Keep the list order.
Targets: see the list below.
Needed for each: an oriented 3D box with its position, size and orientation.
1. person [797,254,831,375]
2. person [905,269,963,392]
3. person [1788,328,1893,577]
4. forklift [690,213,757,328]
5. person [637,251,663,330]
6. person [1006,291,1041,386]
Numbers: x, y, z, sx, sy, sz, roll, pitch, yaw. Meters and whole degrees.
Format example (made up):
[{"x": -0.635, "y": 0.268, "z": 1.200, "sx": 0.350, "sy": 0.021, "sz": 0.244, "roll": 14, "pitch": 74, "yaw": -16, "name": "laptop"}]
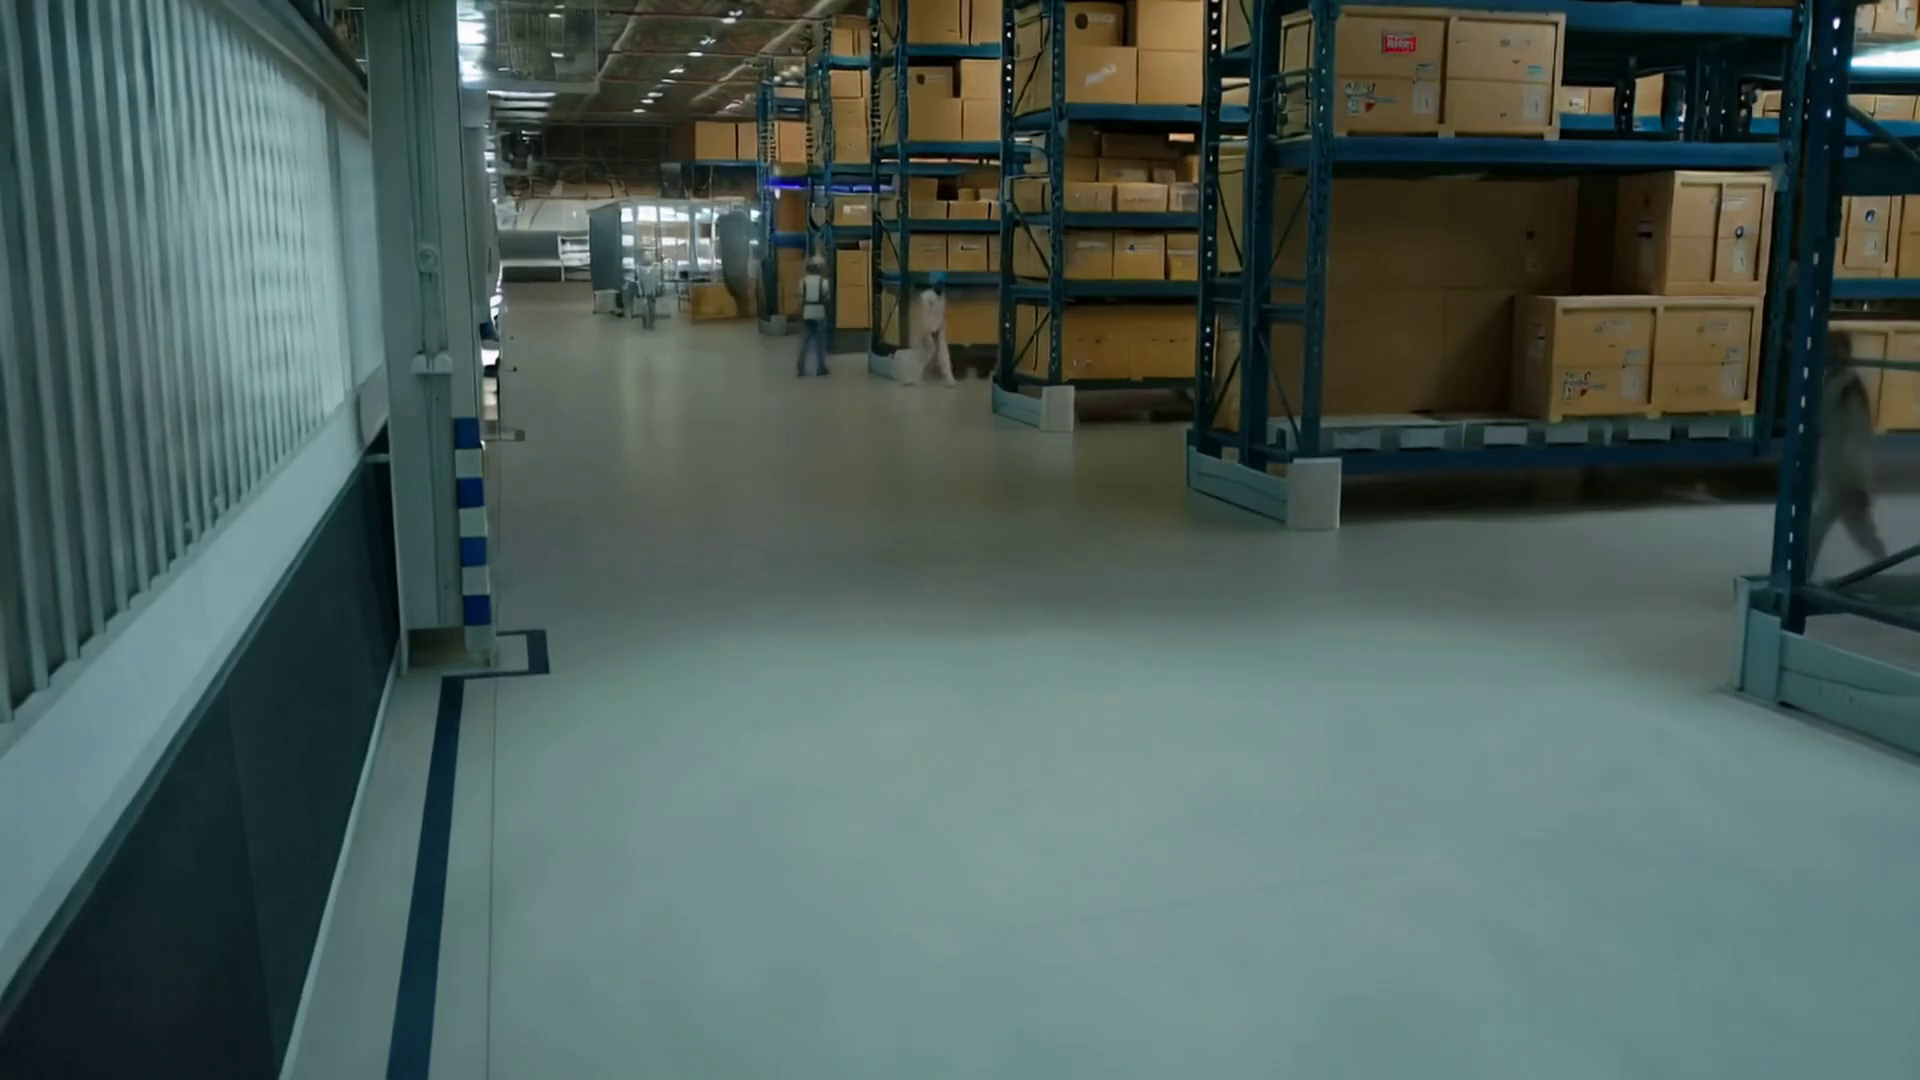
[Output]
[{"x": -2.289, "y": -3.492, "z": 25.913, "sx": 0.542, "sy": 1.916, "sz": 0.746, "roll": 4, "pitch": 11, "yaw": 20, "name": "person"}, {"x": -0.396, "y": -2.937, "z": 23.332, "sx": 0.908, "sy": 1.712, "sz": 0.554, "roll": 8, "pitch": 12, "yaw": 36, "name": "person"}, {"x": 4.864, "y": -0.360, "z": 9.086, "sx": 0.816, "sy": 1.585, "sz": 0.552, "roll": 9, "pitch": 14, "yaw": 43, "name": "person"}, {"x": -5.707, "y": -6.647, "z": 41.010, "sx": 1.873, "sy": 2.768, "sz": 1.129, "roll": -3, "pitch": 10, "yaw": -15, "name": "forklift"}, {"x": -7.541, "y": -6.075, "z": 40.508, "sx": 0.565, "sy": 1.909, "sz": 0.759, "roll": -4, "pitch": 11, "yaw": -20, "name": "person"}, {"x": 0.926, "y": -3.108, "z": 23.999, "sx": 0.634, "sy": 1.823, "sz": 0.630, "roll": -3, "pitch": 10, "yaw": -16, "name": "person"}]
